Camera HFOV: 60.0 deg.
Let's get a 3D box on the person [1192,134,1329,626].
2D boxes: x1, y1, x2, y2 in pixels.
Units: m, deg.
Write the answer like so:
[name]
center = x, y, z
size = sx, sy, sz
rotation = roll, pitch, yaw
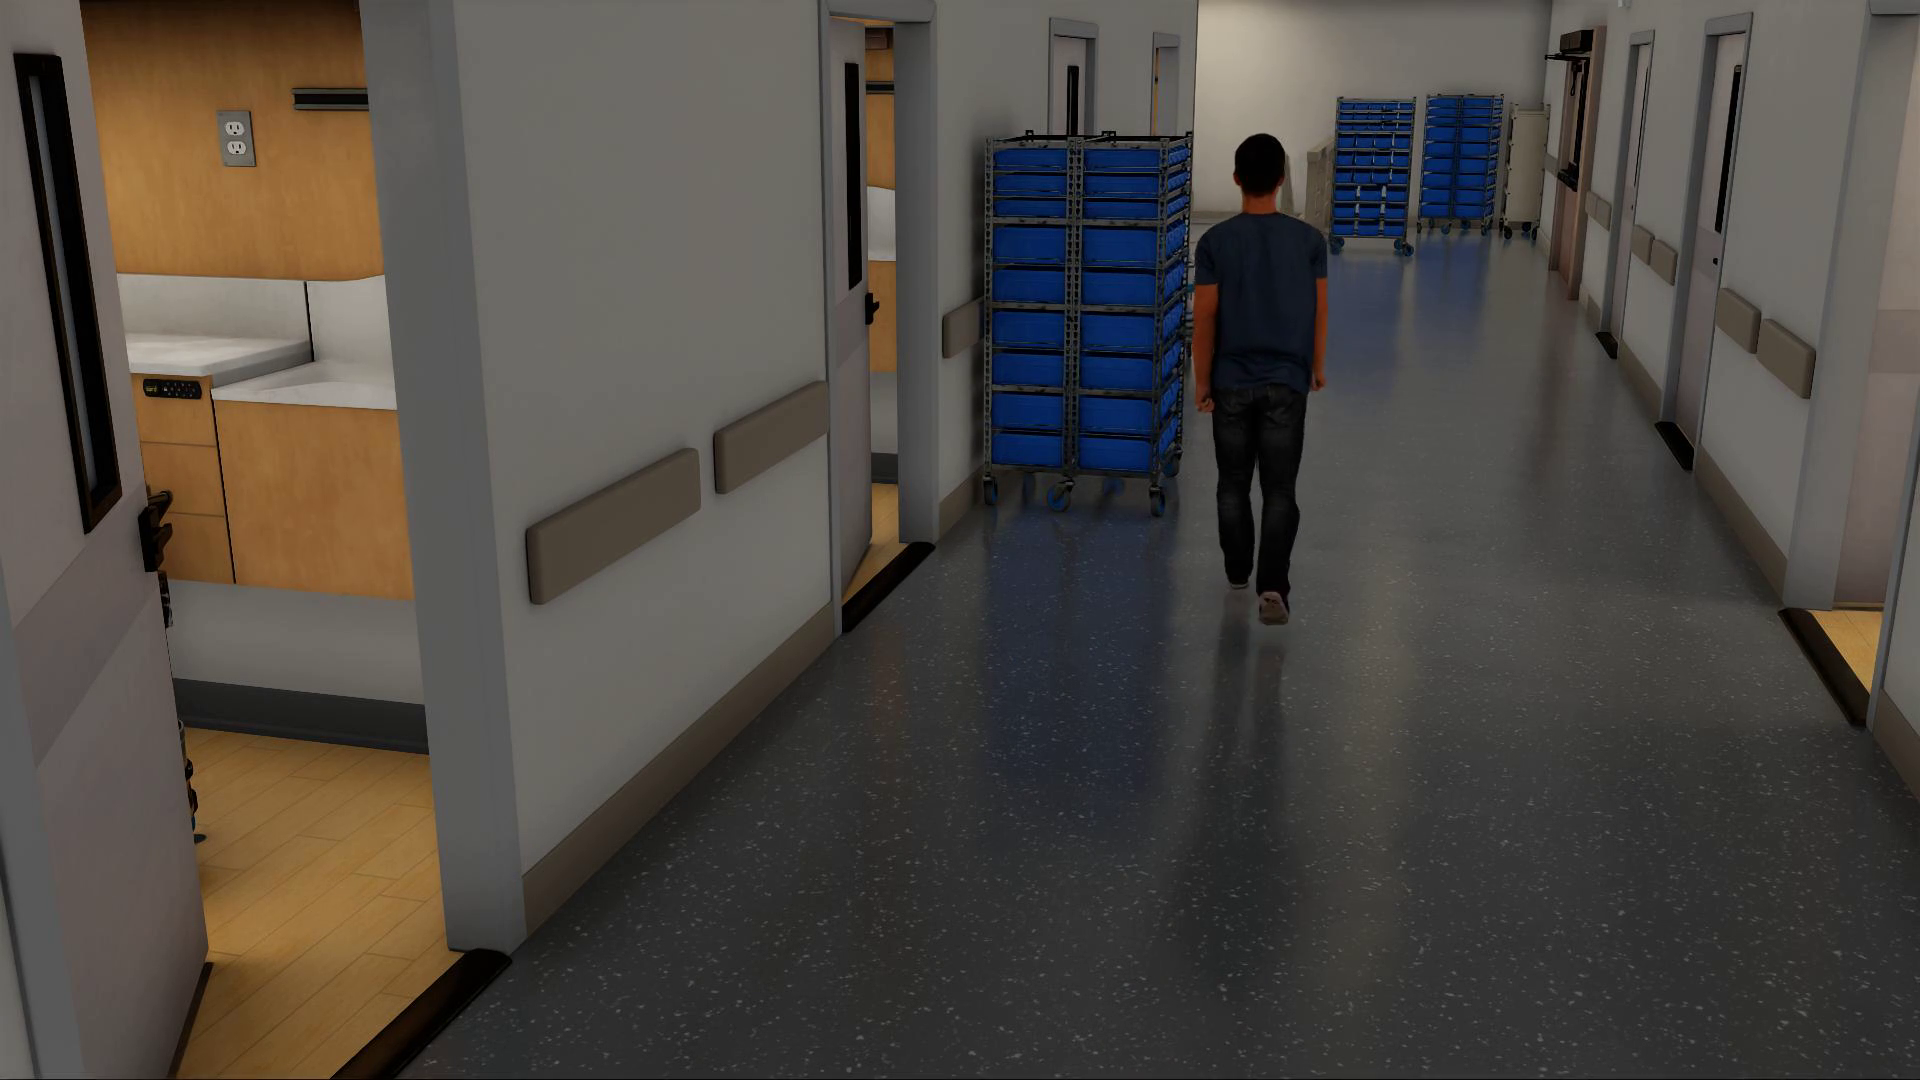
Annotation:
[person]
center = 1.124, -0.557, 6.166
size = 0.754, 1.777, 1.168
rotation = 3, 16, 9
